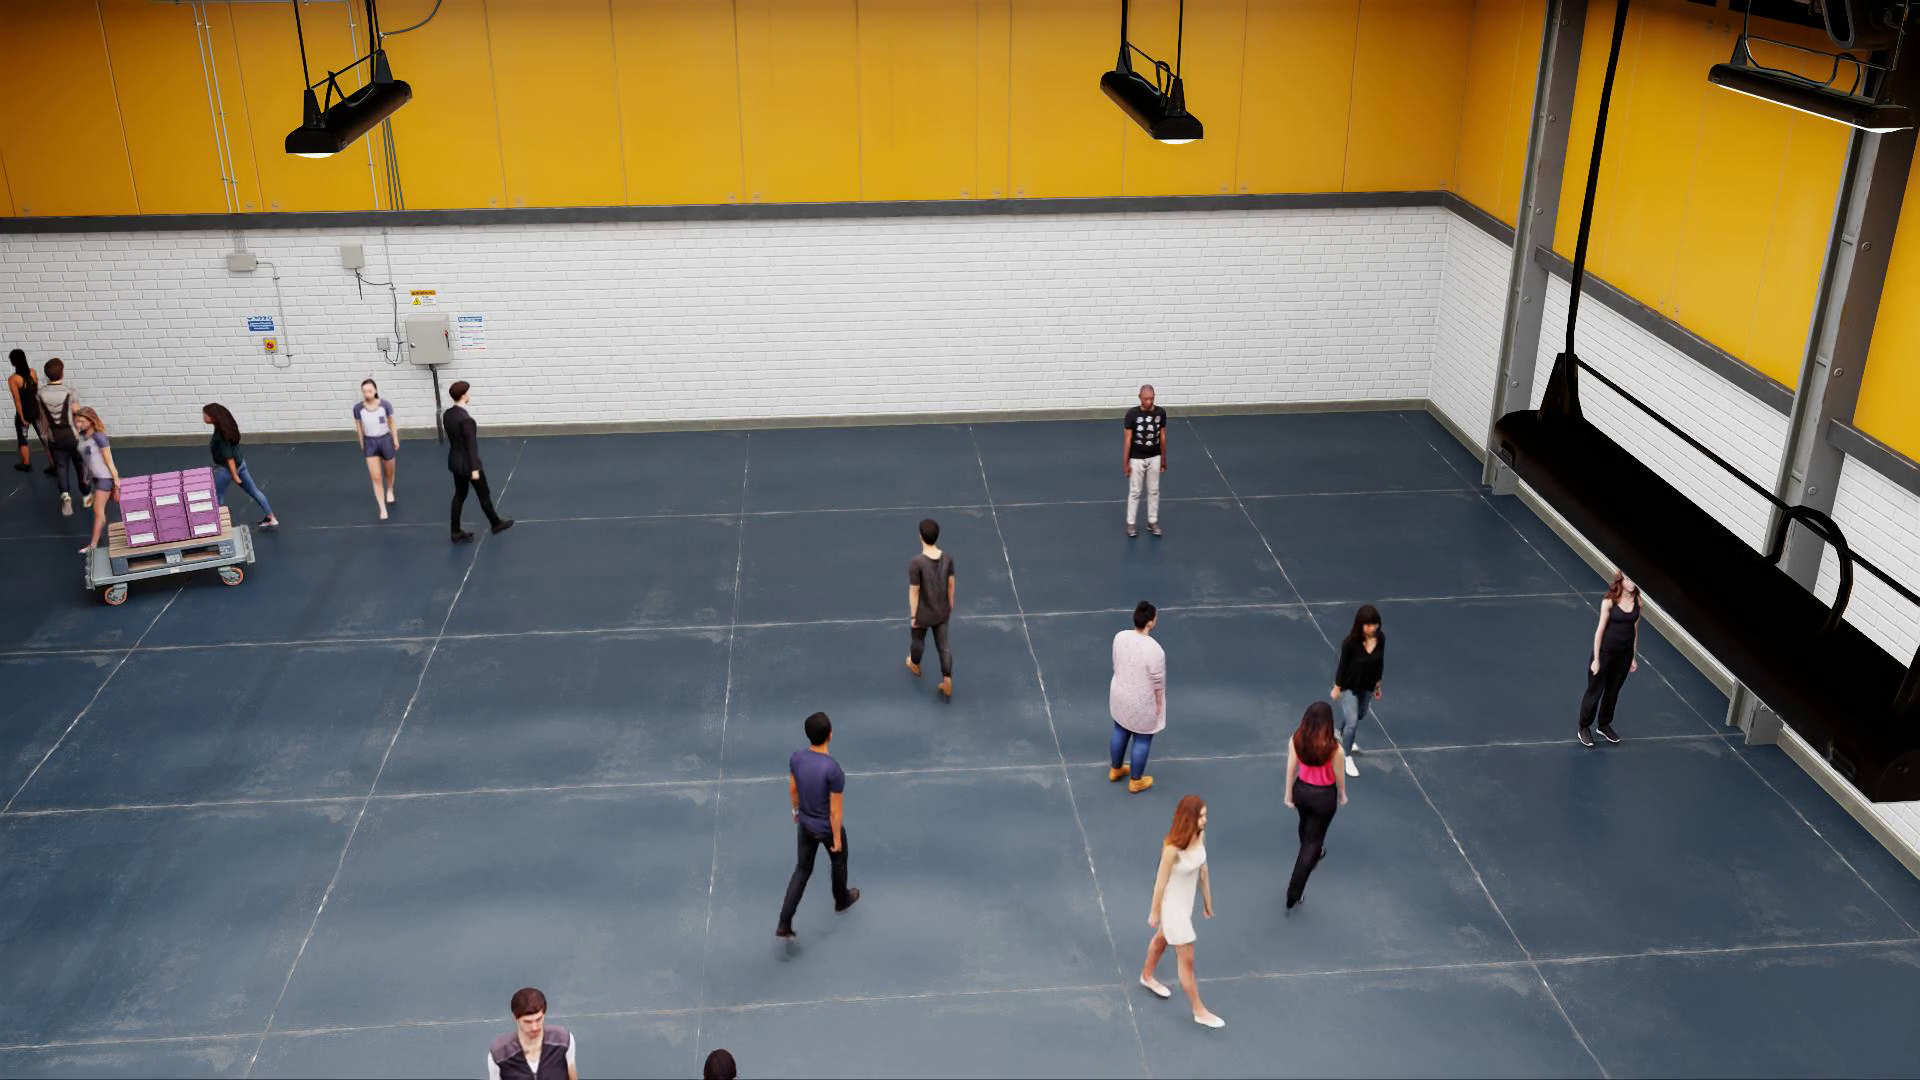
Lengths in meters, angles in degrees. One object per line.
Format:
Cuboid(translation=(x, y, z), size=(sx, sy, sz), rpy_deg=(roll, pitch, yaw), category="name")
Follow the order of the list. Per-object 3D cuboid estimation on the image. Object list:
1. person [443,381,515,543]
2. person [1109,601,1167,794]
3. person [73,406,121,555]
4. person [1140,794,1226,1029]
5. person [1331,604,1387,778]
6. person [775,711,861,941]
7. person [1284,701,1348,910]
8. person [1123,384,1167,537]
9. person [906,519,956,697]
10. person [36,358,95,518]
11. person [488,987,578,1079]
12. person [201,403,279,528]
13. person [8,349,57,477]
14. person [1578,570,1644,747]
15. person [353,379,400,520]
Cuboid(translation=(-5.634, -0.846, 18.734), size=(1.096, 1.855, 1.155), rpy_deg=(19, 30, 37), category="person")
Cuboid(translation=(1.469, 1.302, 13.960), size=(0.860, 1.743, 0.782), rpy_deg=(-21, 31, -39), category="person")
Cuboid(translation=(-9.515, -0.711, 18.658), size=(1.121, 1.669, 1.174), rpy_deg=(20, 31, 38), category="person")
Cuboid(translation=(1.415, 2.456, 11.402), size=(0.970, 1.676, 1.064), rpy_deg=(-21, 31, -40), category="person")
Cuboid(translation=(3.390, 1.218, 14.312), size=(0.729, 1.614, 0.913), rpy_deg=(-10, 25, -21), category="person")
Cuboid(translation=(-1.088, 2.122, 12.068), size=(1.082, 1.757, 1.241), rpy_deg=(12, 26, 26), category="person")
Cuboid(translation=(2.639, 2.008, 12.502), size=(1.057, 1.616, 1.123), rpy_deg=(18, 29, 35), category="person")
Cuboid(translation=(2.108, -0.929, 18.991), size=(0.676, 1.802, 0.632), rpy_deg=(-4, 24, -10), category="person")
Cuboid(translation=(-0.238, 0.668, 15.497), size=(0.852, 1.673, 1.154), rpy_deg=(-9, 25, -20), category="person")
Cuboid(translation=(-10.479, -1.165, 19.449), size=(0.803, 1.867, 1.130), rpy_deg=(-7, 25, -16), category="person")
Cuboid(translation=(-2.397, 3.263, 9.371), size=(0.822, 1.825, 1.160), rpy_deg=(-8, 25, -18), category="person")
Cuboid(translation=(-8.232, -0.804, 19.007), size=(0.667, 1.559, 1.052), rpy_deg=(-2, 24, -5), category="person")
Cuboid(translation=(-11.483, -1.577, 20.669), size=(0.904, 1.644, 0.916), rpy_deg=(12, 26, 25), category="person")
Cuboid(translation=(5.757, 0.984, 14.683), size=(0.609, 1.745, 0.553), rpy_deg=(-5, 24, -11), category="person")
Cuboid(translation=(-6.859, -1.116, 19.651), size=(0.783, 1.615, 1.092), rpy_deg=(-8, 25, -18), category="person")
